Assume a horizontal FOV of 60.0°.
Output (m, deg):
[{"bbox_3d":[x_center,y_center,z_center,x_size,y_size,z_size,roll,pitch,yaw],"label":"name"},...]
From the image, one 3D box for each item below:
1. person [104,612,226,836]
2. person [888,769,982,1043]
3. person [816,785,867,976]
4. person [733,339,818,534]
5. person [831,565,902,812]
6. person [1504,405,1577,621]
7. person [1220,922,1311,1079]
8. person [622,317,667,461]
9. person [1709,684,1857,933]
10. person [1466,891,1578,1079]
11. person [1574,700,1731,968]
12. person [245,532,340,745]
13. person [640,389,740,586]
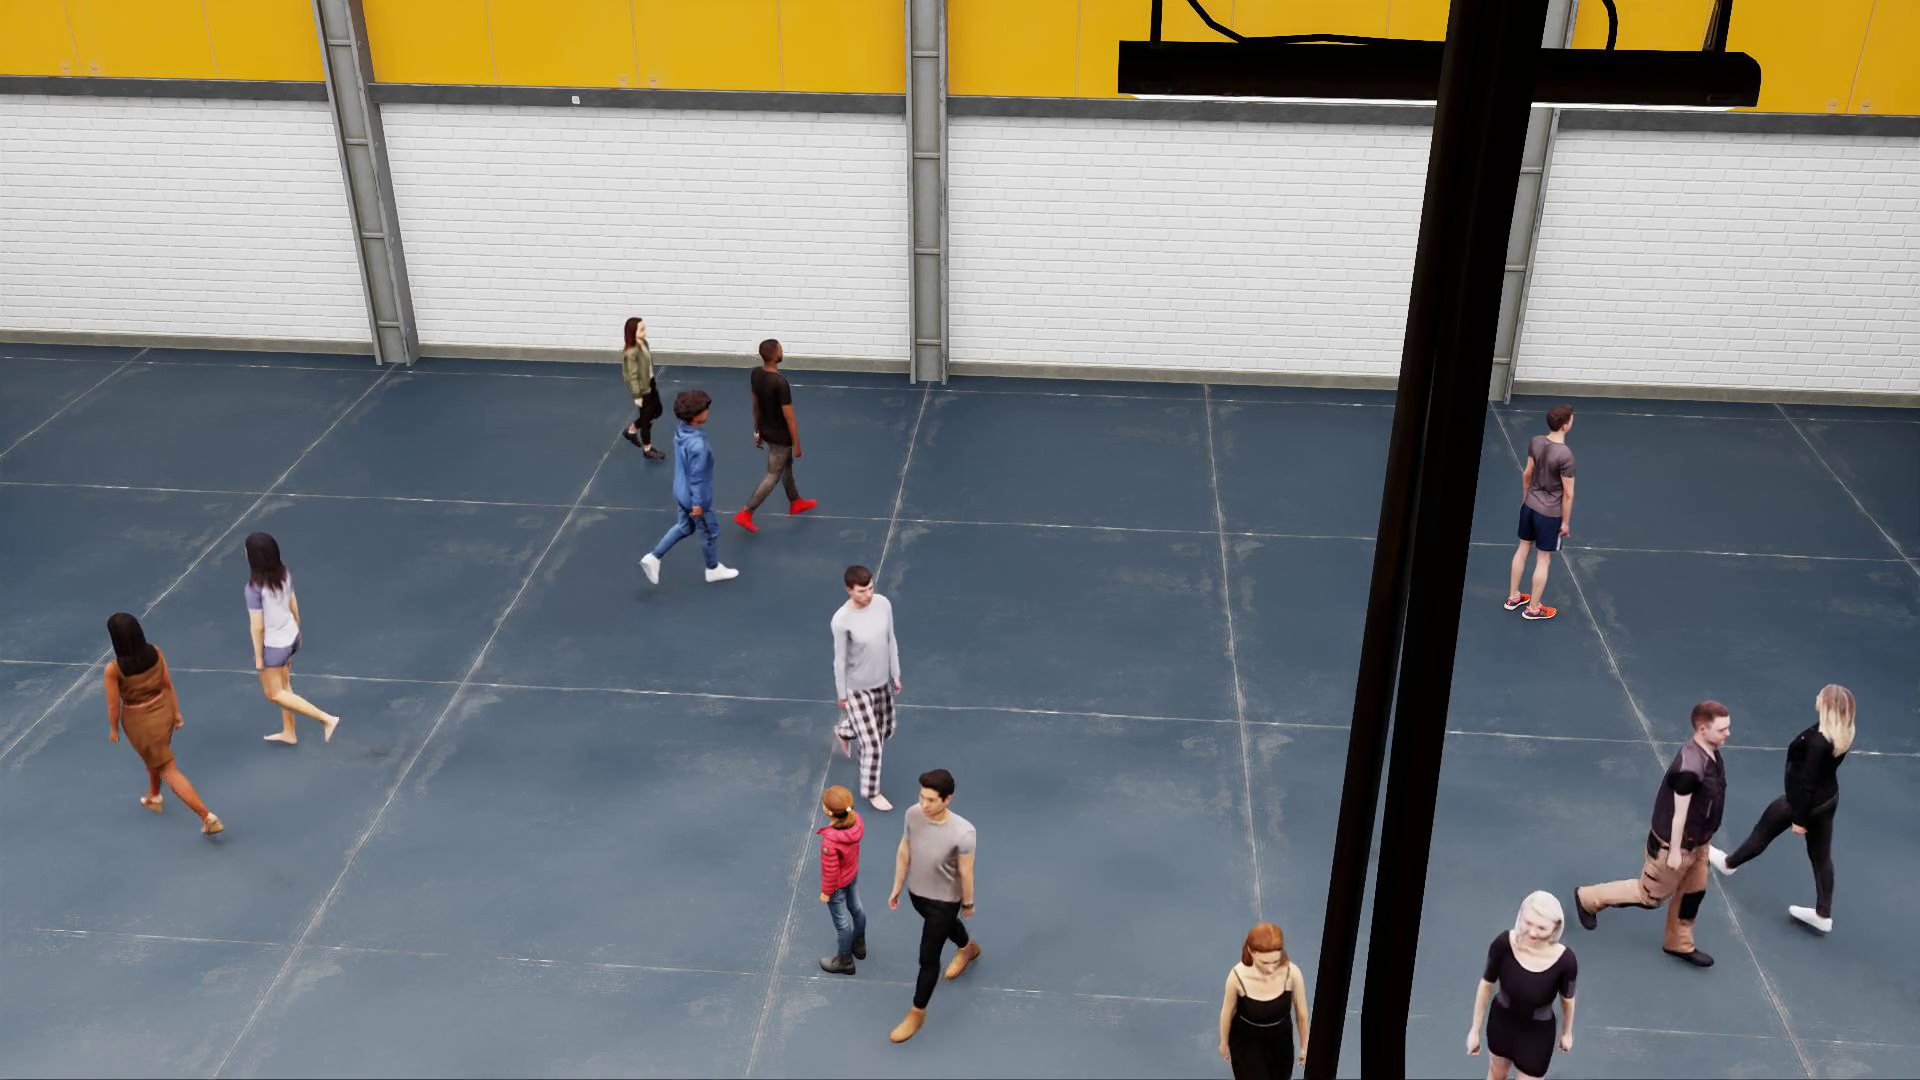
[{"bbox_3d":[-5.265,1.264,10.937,1.127,1.649,0.802,13,31,22],"label":"person"},{"bbox_3d":[-0.086,1.985,9.581,1.125,1.682,1.107,24,37,36],"label":"person"},{"bbox_3d":[-0.694,2.013,9.911,0.598,1.318,0.582,14,32,24],"label":"person"},{"bbox_3d":[-1.710,-0.900,14.774,1.222,1.774,1.176,-22,36,-35],"label":"person"},{"bbox_3d":[-0.682,0.942,11.344,0.995,1.824,1.064,-22,36,-35],"label":"person"},{"bbox_3d":[4.717,-0.231,13.465,0.740,1.853,0.733,-14,32,-24],"label":"person"},{"bbox_3d":[1.548,2.547,8.639,0.962,1.596,0.786,-5,29,-8],"label":"person"},{"bbox_3d":[-3.140,-1.475,16.152,0.708,1.465,0.629,6,29,10],"label":"person"},{"bbox_3d":[5.283,1.675,10.193,1.137,1.641,1.162,-20,34,-32],"label":"person"},{"bbox_3d":[2.900,2.465,8.567,0.748,1.811,0.823,14,32,24],"label":"person"},{"bbox_3d":[4.200,1.725,9.919,1.189,1.815,1.060,21,35,34],"label":"person"},{"bbox_3d":[-4.768,0.753,11.804,0.891,1.716,0.654,5,29,8],"label":"person"},{"bbox_3d":[-2.297,-0.384,13.820,1.182,1.781,1.009,-11,31,-20],"label":"person"}]
